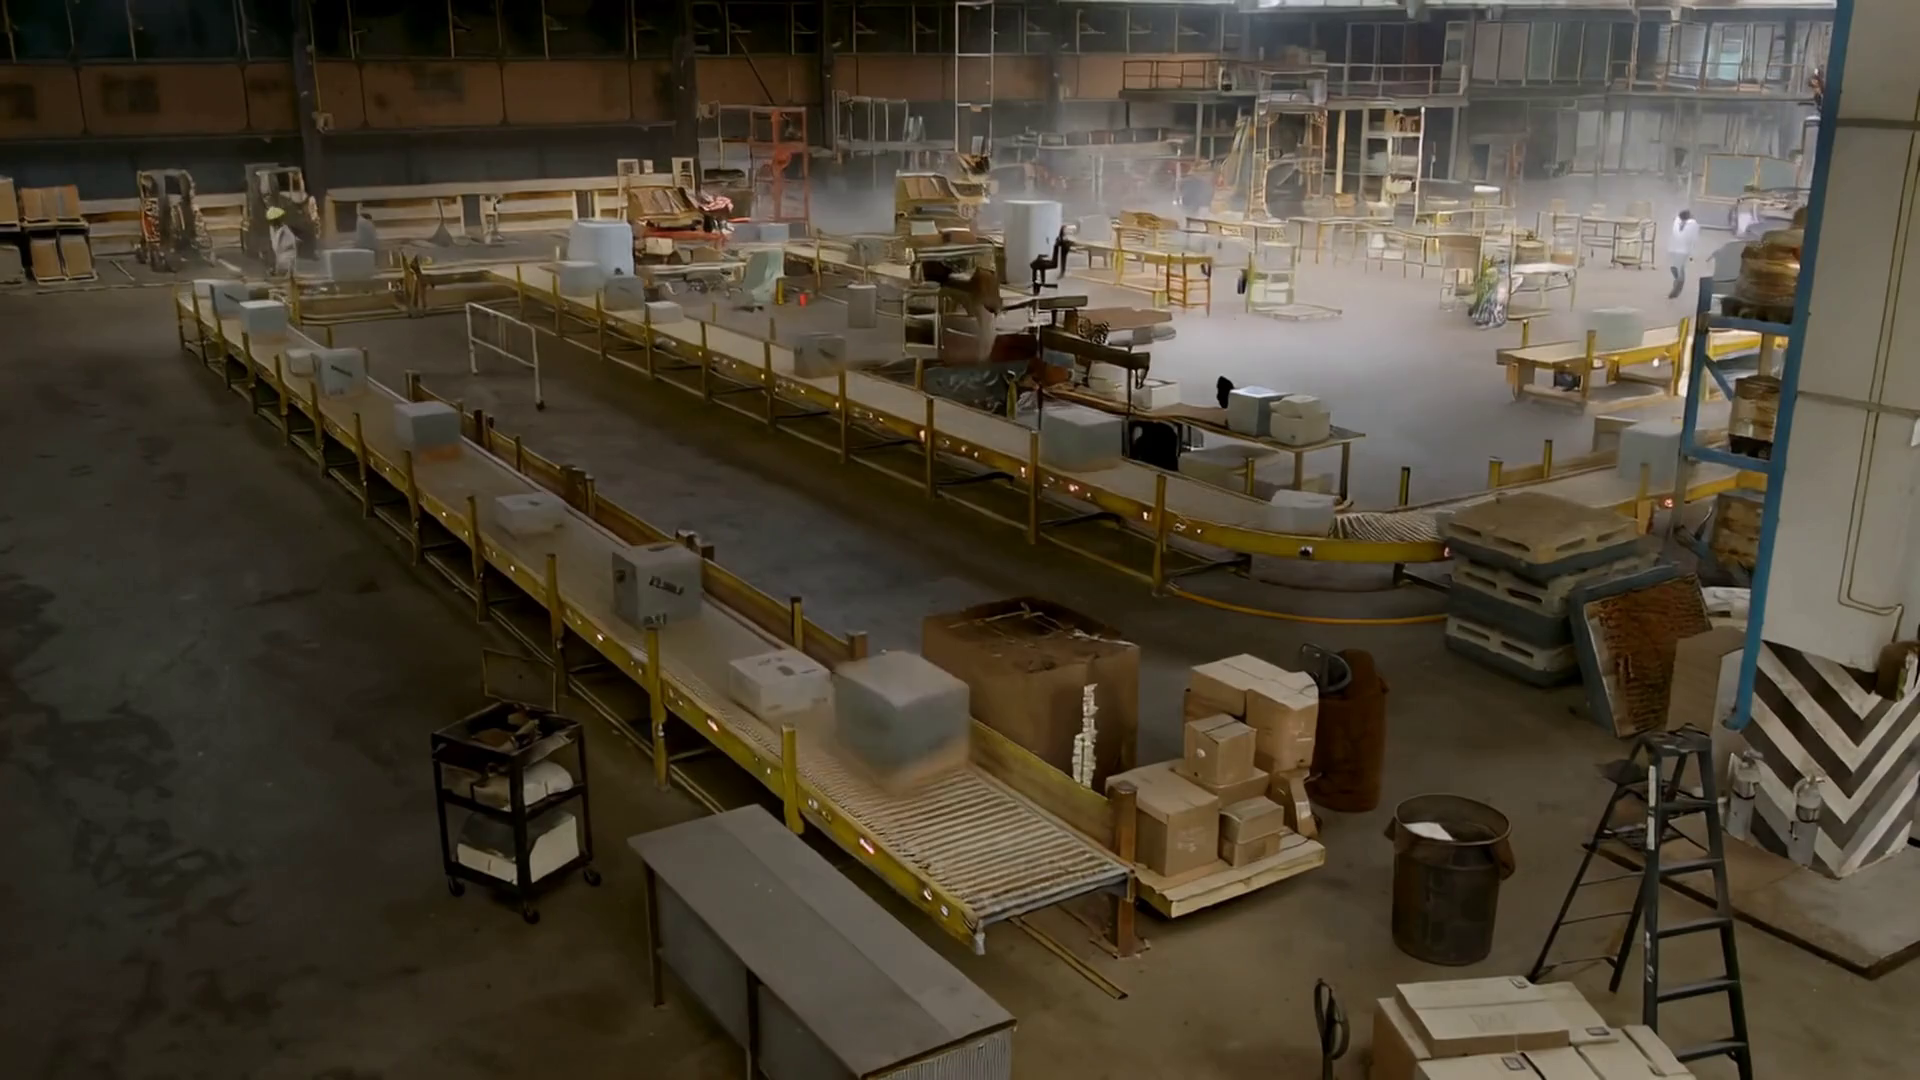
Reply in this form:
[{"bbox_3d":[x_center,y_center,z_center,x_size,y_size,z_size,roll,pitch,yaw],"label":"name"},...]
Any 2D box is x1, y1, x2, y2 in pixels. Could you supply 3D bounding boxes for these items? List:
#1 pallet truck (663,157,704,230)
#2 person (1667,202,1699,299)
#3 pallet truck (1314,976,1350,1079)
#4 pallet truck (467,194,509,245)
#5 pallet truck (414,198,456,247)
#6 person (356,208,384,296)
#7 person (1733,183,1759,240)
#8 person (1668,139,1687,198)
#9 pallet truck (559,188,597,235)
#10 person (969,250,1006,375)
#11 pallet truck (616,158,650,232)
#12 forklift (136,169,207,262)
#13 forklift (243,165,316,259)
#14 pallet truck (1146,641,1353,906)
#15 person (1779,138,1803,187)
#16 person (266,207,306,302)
[{"bbox_3d":[-7.586,-9.308,44.692,0.823,1.965,1.885,-11,20,-33],"label":"pallet truck"},{"bbox_3d":[14.375,-5.762,33.047,0.612,1.916,0.548,-14,22,-39],"label":"person"},{"bbox_3d":[2.299,2.390,7.086,1.601,1.201,0.680,-2,17,-7],"label":"pallet truck"},{"bbox_3d":[-11.983,-8.177,42.137,0.704,1.261,1.522,-11,20,-33],"label":"pallet truck"},{"bbox_3d":[-13.250,-8.060,41.856,0.680,1.201,1.601,-10,20,-31],"label":"pallet truck"},{"bbox_3d":[-11.828,-5.795,33.447,0.546,1.734,0.772,8,19,25],"label":"person"},{"bbox_3d":[18.535,-7.542,39.267,0.493,1.730,0.364,-5,17,-16],"label":"person"},{"bbox_3d":[23.327,-12.076,54.063,0.611,1.903,0.438,-6,18,-20],"label":"person"},{"bbox_3d":[-10.010,-8.652,43.699,0.653,1.274,1.630,-10,20,-31],"label":"pallet truck"},{"bbox_3d":[0.459,-3.497,25.554,0.536,1.891,0.648,10,19,30],"label":"person"},{"bbox_3d":[-8.918,-9.176,44.255,0.823,1.965,1.885,-9,19,-27],"label":"pallet truck"},{"bbox_3d":[-17.842,-7.318,37.559,1.157,1.987,2.680,-10,20,-31],"label":"forklift"},{"bbox_3d":[-15.898,-7.669,38.708,1.157,1.987,2.680,-11,20,-33],"label":"forklift"},{"bbox_3d":[1.664,1.407,10.232,1.630,1.274,0.653,-10,20,-31],"label":"pallet truck"},{"bbox_3d":[27.369,-12.279,54.810,0.464,1.871,0.597,-15,23,-42],"label":"person"},{"bbox_3d":[-12.764,-5.240,31.191,0.646,1.971,1.090,12,21,36],"label":"person"}]
